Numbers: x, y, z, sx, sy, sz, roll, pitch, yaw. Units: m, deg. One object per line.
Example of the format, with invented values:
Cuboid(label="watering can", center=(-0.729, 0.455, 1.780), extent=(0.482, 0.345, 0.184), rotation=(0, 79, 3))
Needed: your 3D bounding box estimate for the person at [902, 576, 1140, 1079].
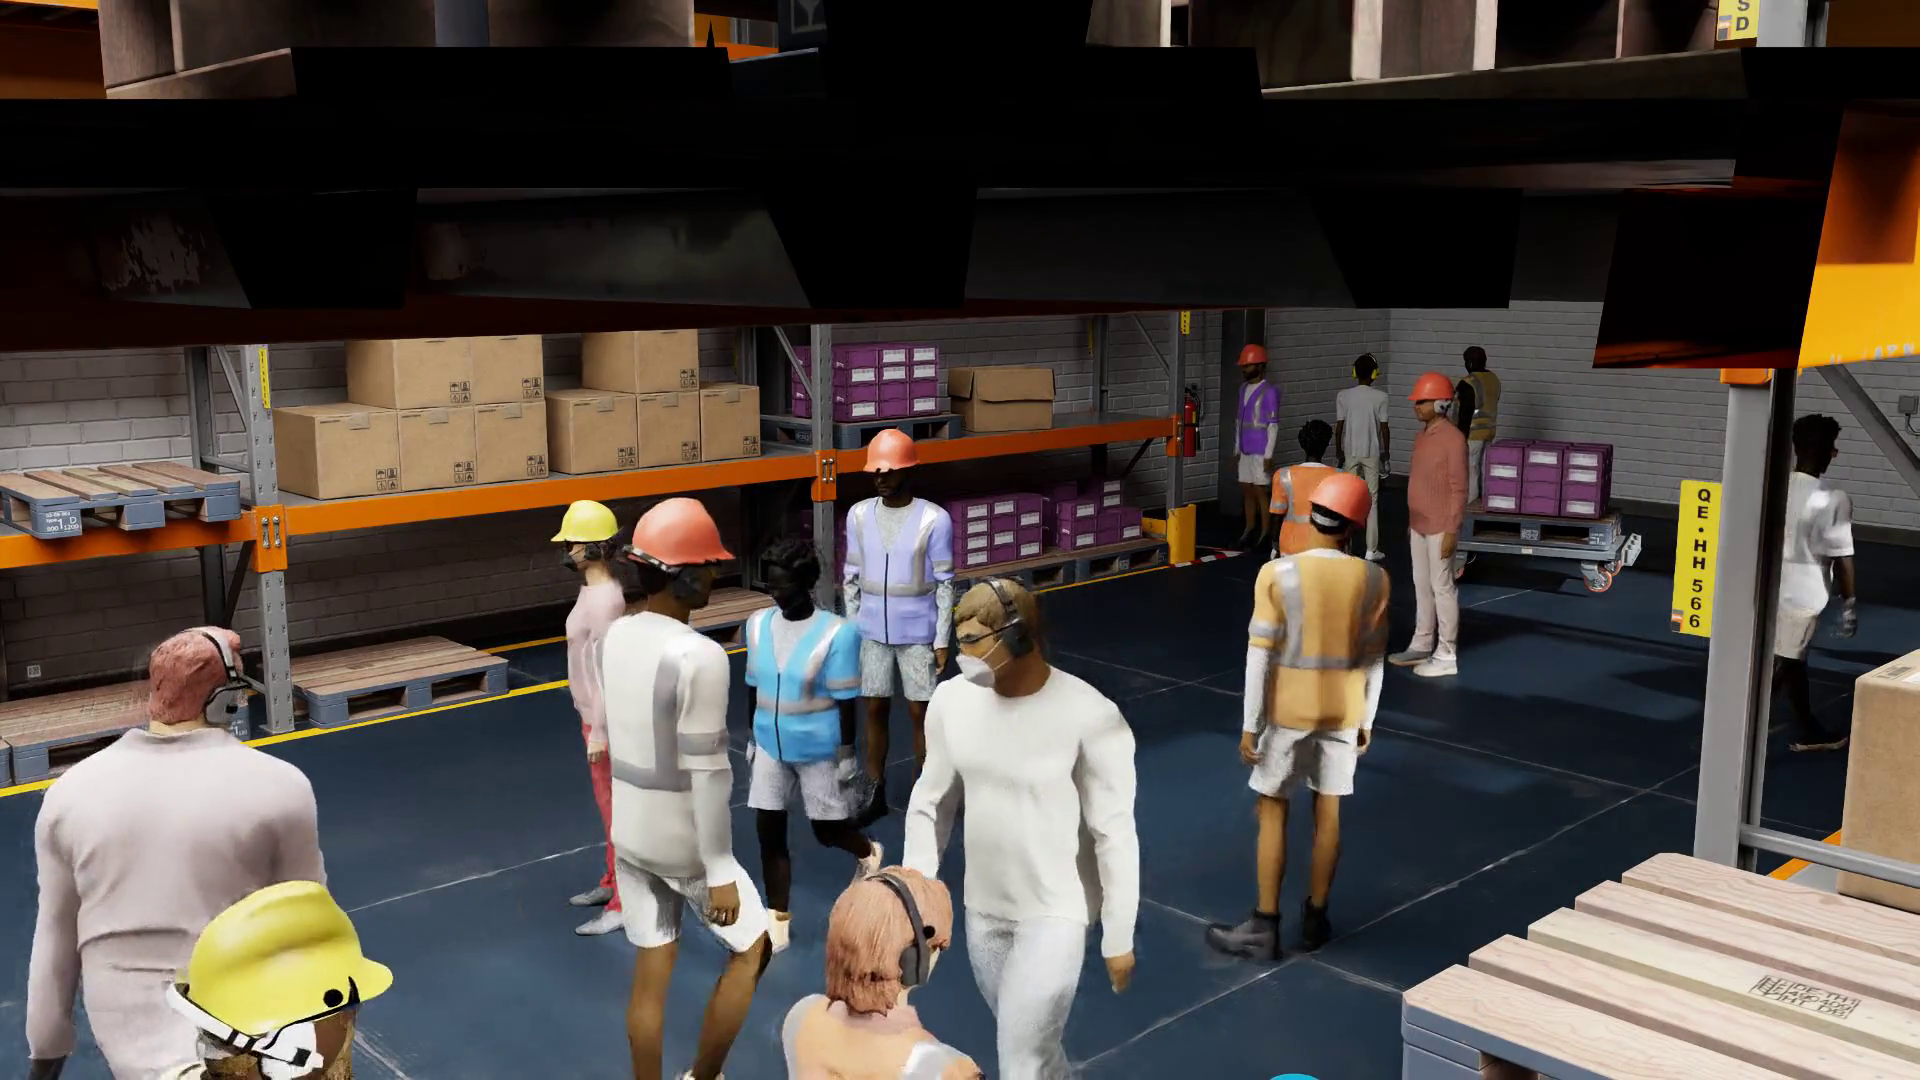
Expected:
Cuboid(label="person", center=(0.125, 1.042, 4.472), extent=(0.639, 1.891, 0.843), rotation=(8, 13, 40))

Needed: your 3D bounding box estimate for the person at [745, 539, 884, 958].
Cuboid(label="person", center=(-0.584, 0.794, 6.608), extent=(0.537, 1.667, 0.700), rotation=(5, 11, 28))

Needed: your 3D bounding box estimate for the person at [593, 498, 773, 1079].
Cuboid(label="person", center=(-0.804, 0.879, 5.017), extent=(0.524, 2.029, 0.635), rotation=(-10, 14, -44))

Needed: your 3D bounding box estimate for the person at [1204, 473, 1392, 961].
Cuboid(label="person", center=(1.326, 0.691, 6.550), extent=(0.728, 1.892, 0.459), rotation=(-2, 10, -10))

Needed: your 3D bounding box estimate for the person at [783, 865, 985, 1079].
Cuboid(label="person", center=(-0.124, 1.403, 3.108), extent=(0.534, 1.626, 0.364), rotation=(9, 13, 44))

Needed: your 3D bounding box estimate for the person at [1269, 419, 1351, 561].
Cuboid(label="person", center=(2.264, 0.071, 10.728), extent=(0.542, 1.695, 0.316), rotation=(2, 10, 14))

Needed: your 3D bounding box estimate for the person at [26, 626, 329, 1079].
Cuboid(label="person", center=(-1.861, 1.152, 3.997), extent=(0.688, 1.857, 1.022), rotation=(0, 10, 2))

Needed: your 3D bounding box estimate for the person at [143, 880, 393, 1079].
Cuboid(label="person", center=(-1.025, 1.404, 2.567), extent=(0.423, 1.818, 0.609), rotation=(-9, 13, -43))

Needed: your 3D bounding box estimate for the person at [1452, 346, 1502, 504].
Cuboid(label="person", center=(5.168, -1.030, 16.765), extent=(0.624, 1.841, 0.430), rotation=(-9, 13, -41))

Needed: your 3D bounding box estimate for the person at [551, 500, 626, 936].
Cuboid(label="person", center=(-1.471, 0.715, 6.759), extent=(0.312, 1.769, 0.522), rotation=(-3, 10, -15))

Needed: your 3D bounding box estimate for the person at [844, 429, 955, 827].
Cuboid(label="person", center=(-0.303, 0.436, 7.887), extent=(0.548, 1.936, 0.378), rotation=(4, 10, 20))

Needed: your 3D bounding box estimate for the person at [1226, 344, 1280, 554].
Cuboid(label="person", center=(2.703, -0.842, 15.378), extent=(0.376, 1.933, 0.552), rotation=(-4, 10, -22))

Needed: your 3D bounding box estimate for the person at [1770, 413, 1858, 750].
Cuboid(label="person", center=(4.464, 0.273, 8.929), extent=(1.018, 1.916, 0.627), rotation=(-3, 10, -19))

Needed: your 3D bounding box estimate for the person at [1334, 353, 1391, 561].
Cuboid(label="person", center=(3.627, -0.741, 14.978), extent=(0.513, 1.872, 0.328), rotation=(5, 11, 27))

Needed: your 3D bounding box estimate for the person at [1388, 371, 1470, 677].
Cuboid(label="person", center=(3.087, -0.107, 10.901), extent=(0.395, 1.992, 0.622), rotation=(-2, 10, -11))
